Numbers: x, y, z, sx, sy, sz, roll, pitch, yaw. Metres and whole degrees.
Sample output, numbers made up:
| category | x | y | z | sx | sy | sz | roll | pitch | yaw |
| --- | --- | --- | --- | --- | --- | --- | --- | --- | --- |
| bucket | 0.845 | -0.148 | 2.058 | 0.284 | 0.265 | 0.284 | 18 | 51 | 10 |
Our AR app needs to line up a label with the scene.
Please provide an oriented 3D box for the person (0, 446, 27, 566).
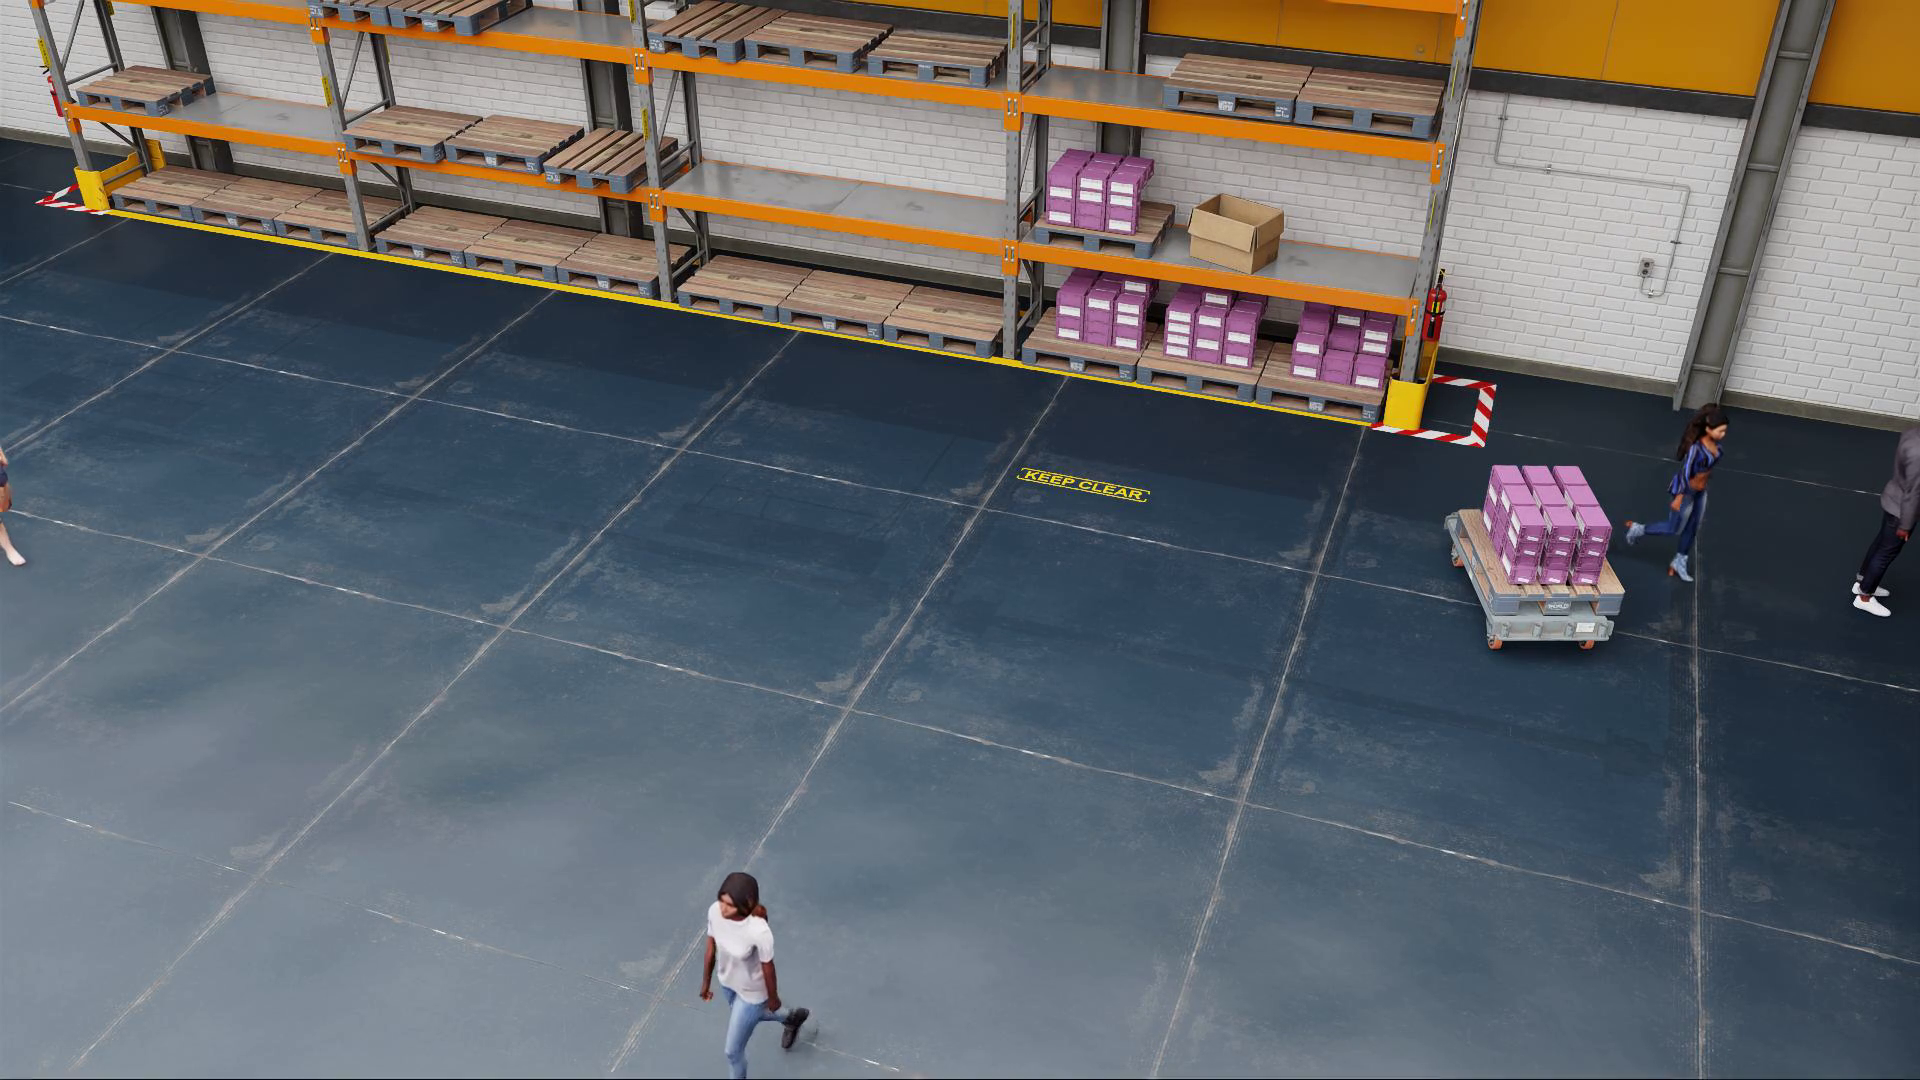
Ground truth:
| category | x | y | z | sx | sy | sz | roll | pitch | yaw |
| --- | --- | --- | --- | --- | --- | --- | --- | --- | --- |
| person | -8.186 | -0.586 | 13.853 | 1.031 | 1.623 | 0.803 | 25 | 41 | 32 |

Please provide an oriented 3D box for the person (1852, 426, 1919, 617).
| category | x | y | z | sx | sy | sz | roll | pitch | yaw |
| --- | --- | --- | --- | --- | --- | --- | --- | --- | --- |
| person | 7.465 | -0.264 | 13.193 | 0.602 | 1.817 | 0.747 | 15 | 36 | 21 |

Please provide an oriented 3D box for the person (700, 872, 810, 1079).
| category | x | y | z | sx | sy | sz | roll | pitch | yaw |
| --- | --- | --- | --- | --- | --- | --- | --- | --- | --- |
| person | -1.146 | 2.441 | 9.239 | 1.112 | 1.689 | 0.912 | 25 | 41 | 32 |

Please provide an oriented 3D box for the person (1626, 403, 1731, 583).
| category | x | y | z | sx | sy | sz | roll | pitch | yaw |
| --- | --- | --- | --- | --- | --- | --- | --- | --- | --- |
| person | 5.895 | -0.410 | 13.602 | 0.875 | 1.607 | 1.005 | -26 | 42 | -34 |
